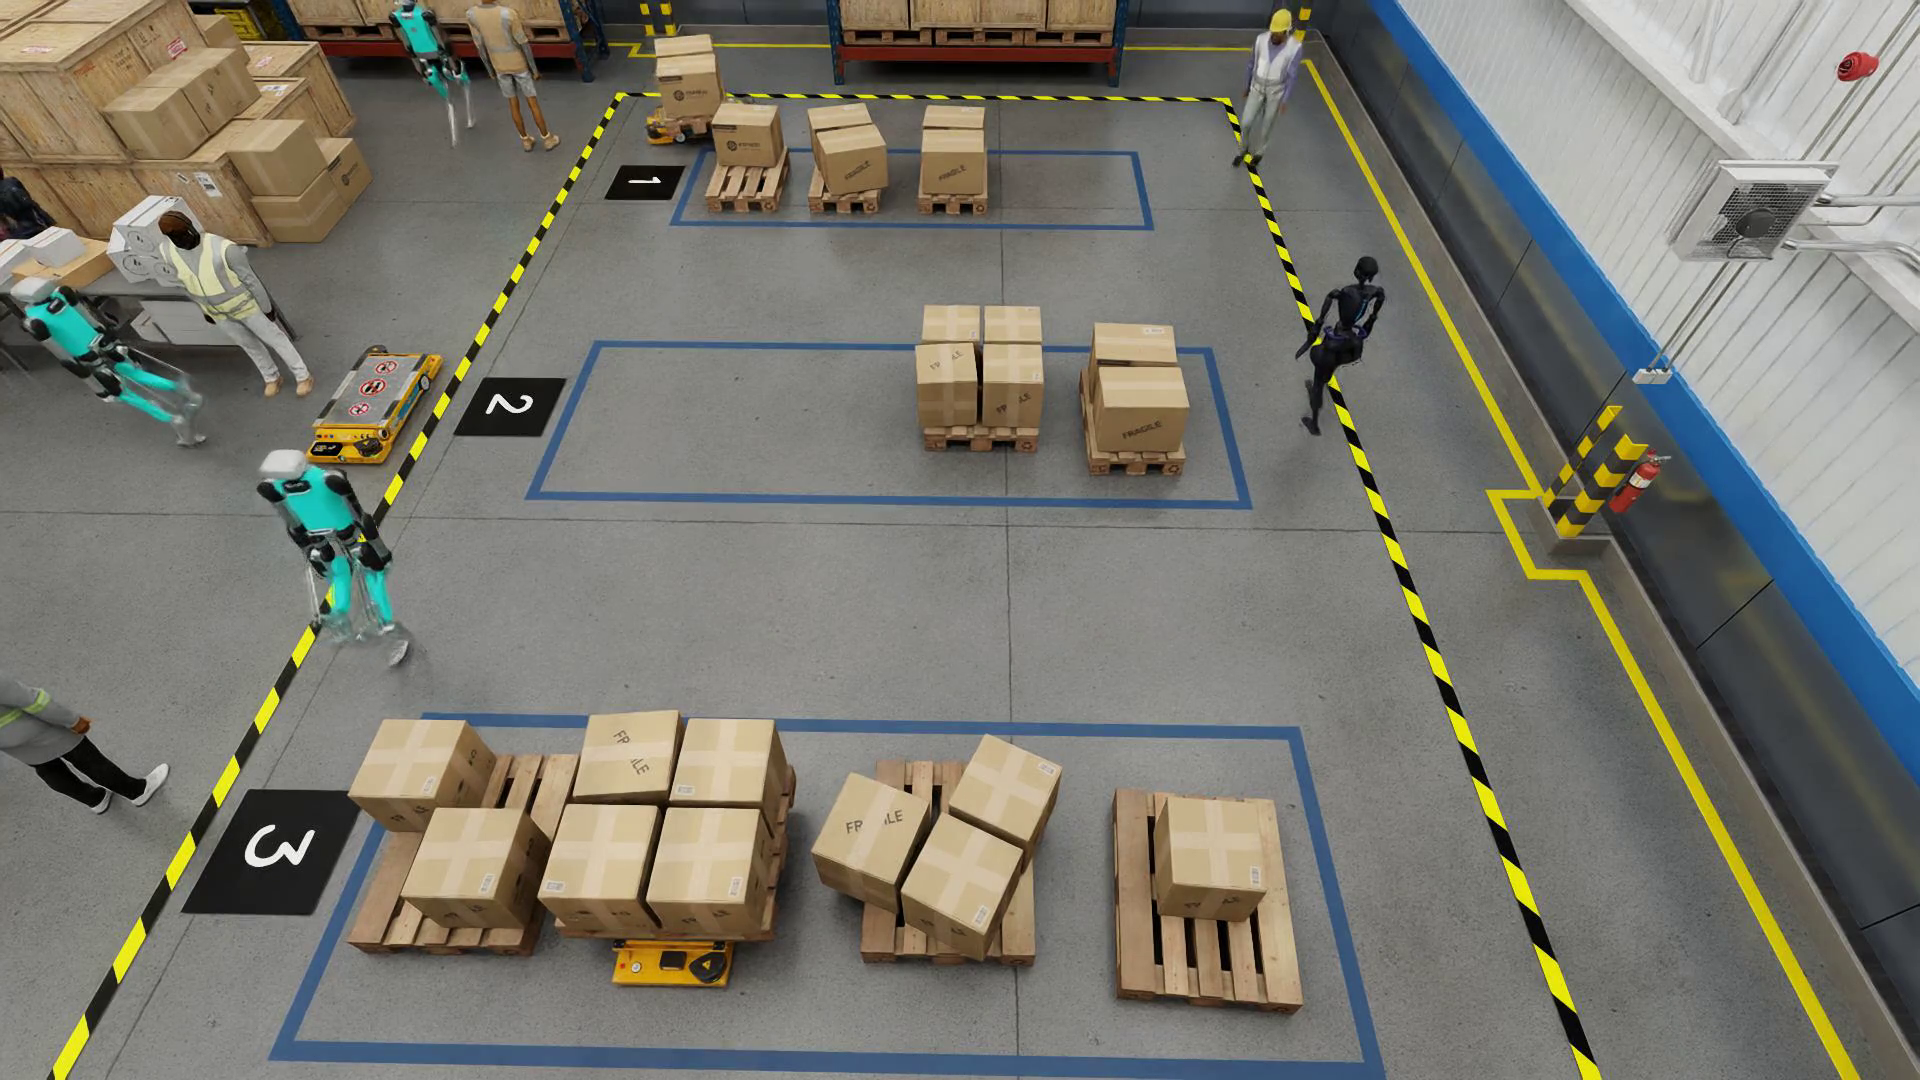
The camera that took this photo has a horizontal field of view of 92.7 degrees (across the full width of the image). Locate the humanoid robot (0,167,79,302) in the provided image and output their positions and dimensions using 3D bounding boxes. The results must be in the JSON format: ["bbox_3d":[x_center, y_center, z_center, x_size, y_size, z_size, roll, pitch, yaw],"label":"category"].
[{"bbox_3d":[-8.963,-2.893,8.890,0.443,1.645,0.609,-12,51,-10],"label":"humanoid robot"}]

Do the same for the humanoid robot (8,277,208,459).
[{"bbox_3d":[-6.787,-1.340,7.606,0.726,1.890,0.541,-4,50,-4],"label":"humanoid robot"}]

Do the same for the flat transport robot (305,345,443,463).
[{"bbox_3d":[-5.383,-1.269,8.441,0.659,0.231,1.431,1,50,1],"label":"flat transport robot"}]

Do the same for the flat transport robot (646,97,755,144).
[{"bbox_3d":[-3.375,-5.512,12.012,1.431,0.197,0.652,-11,51,-9],"label":"flat transport robot"}]

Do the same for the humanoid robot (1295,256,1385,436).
[{"bbox_3d":[3.226,-1.726,7.918,0.586,1.635,0.675,-7,50,-6],"label":"humanoid robot"}]

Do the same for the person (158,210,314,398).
[{"bbox_3d":[-6.384,-2.046,8.076,0.622,1.837,0.429,-3,50,-3],"label":"person"}]

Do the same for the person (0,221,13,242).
[{"bbox_3d":[-9.974,-3.352,9.123,0.392,1.919,0.592,5,50,5],"label":"person"}]

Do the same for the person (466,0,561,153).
[{"bbox_3d":[-5.414,-5.736,11.061,0.613,2.038,0.383,-2,50,-1],"label":"person"}]

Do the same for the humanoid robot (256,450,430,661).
[{"bbox_3d":[-4.166,0.272,6.209,0.554,1.826,0.794,-5,50,-4],"label":"humanoid robot"}]

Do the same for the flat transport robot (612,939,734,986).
[{"bbox_3d":[-1.659,1.971,5.681,0.652,0.197,1.431,1,50,1],"label":"flat transport robot"}]

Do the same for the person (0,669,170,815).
[{"bbox_3d":[-5.544,1.073,5.422,0.598,1.850,0.385,-7,50,-6],"label":"person"}]

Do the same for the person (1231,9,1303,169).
[{"bbox_3d":[3.607,-5.270,10.813,0.611,1.805,0.619,23,53,18],"label":"person"}]

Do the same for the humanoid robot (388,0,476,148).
[{"bbox_3d":[-6.444,-5.899,11.414,0.543,1.794,0.858,-2,50,-2],"label":"humanoid robot"}]
